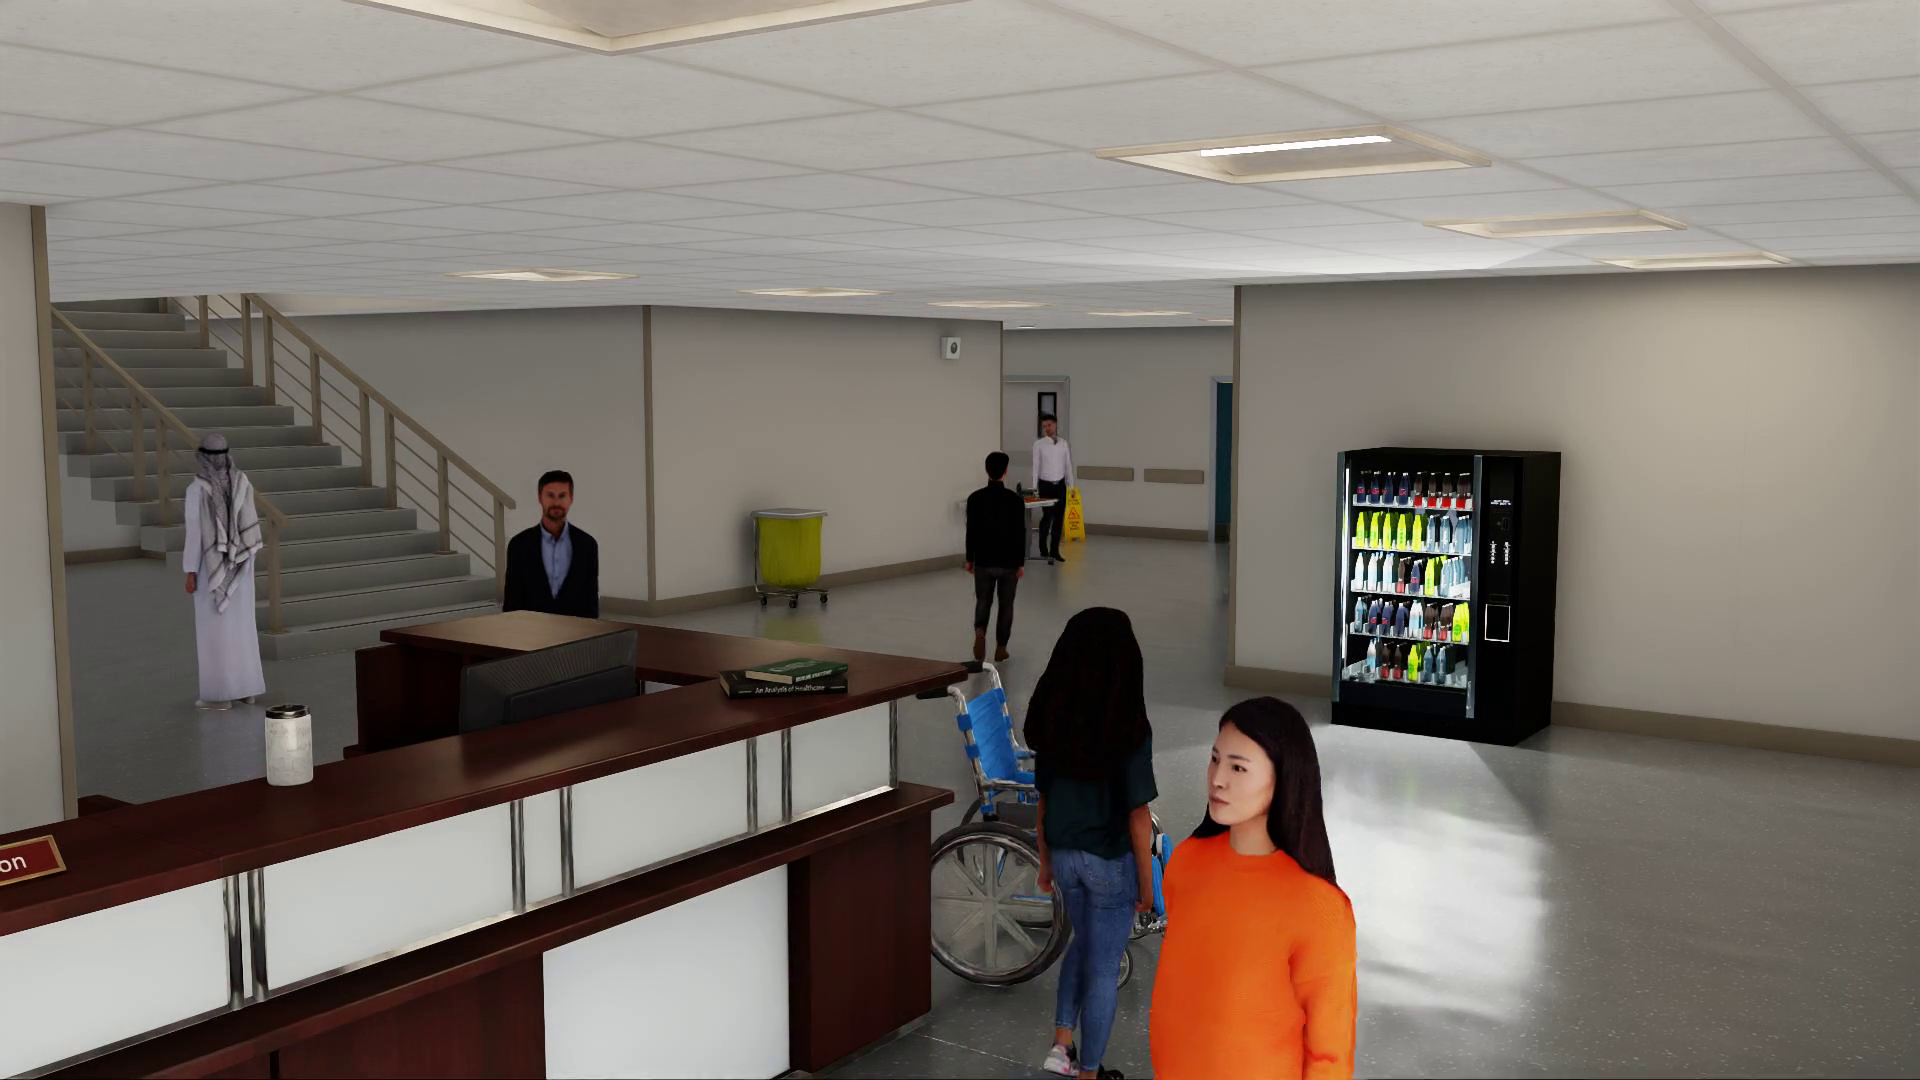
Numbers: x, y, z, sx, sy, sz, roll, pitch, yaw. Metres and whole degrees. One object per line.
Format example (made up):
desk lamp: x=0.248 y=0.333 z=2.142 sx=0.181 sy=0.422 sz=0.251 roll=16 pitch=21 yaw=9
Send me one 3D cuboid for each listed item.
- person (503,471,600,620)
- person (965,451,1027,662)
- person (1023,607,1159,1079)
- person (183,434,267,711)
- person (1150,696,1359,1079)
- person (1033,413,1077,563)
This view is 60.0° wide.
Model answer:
person: x=-2.088 y=0.588 z=8.495 sx=1.152 sy=1.823 sz=1.281 roll=-2 pitch=6 yaw=-16
person: x=0.280 y=0.153 z=13.387 sx=0.914 sy=1.710 sz=0.900 roll=1 pitch=6 yaw=12
person: x=0.375 y=1.021 z=5.250 sx=0.565 sy=1.611 sz=0.678 roll=5 pitch=7 yaw=39
person: x=-5.180 y=0.212 z=11.700 sx=0.616 sy=1.931 sz=0.685 roll=4 pitch=7 yaw=34
person: x=0.619 y=1.160 z=3.268 sx=0.867 sy=1.731 sz=0.906 roll=-4 pitch=7 yaw=-33
person: x=1.109 y=-0.666 z=20.824 sx=0.800 sy=1.851 sz=0.845 roll=-3 pitch=6 yaw=-26
